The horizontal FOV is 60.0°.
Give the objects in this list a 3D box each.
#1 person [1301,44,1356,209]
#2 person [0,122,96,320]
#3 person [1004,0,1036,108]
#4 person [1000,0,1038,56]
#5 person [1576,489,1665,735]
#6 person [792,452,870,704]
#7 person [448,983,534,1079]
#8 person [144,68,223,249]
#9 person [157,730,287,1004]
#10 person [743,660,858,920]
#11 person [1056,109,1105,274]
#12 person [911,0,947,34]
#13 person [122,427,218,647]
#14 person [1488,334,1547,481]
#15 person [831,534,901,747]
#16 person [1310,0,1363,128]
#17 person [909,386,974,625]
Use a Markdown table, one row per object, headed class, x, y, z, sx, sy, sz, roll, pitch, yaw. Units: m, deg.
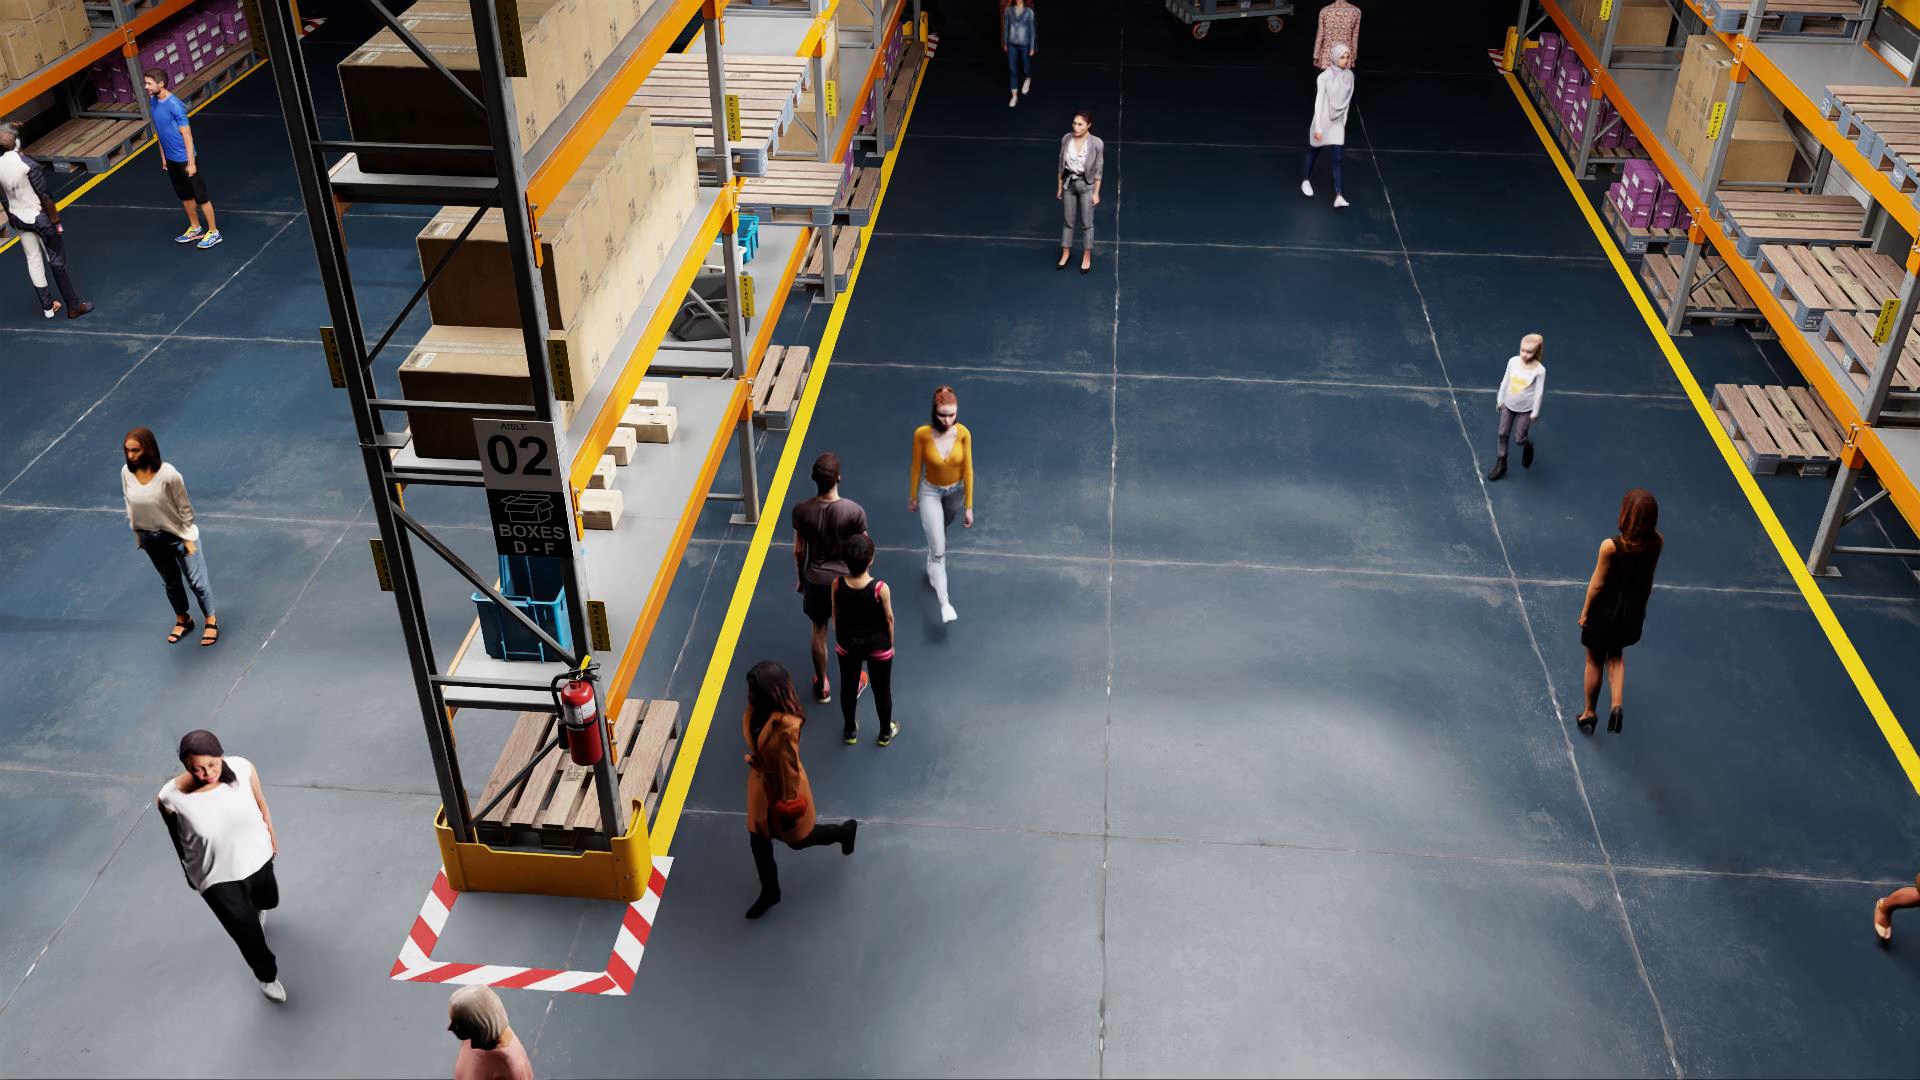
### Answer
| class | x | y | z | sx | sy | sz | roll | pitch | yaw |
| --- | --- | --- | --- | --- | --- | --- | --- | --- | --- |
| person | 3.951 | -4.515 | 18.088 | 0.885 | 1.729 | 1.203 | -8 | 34 | -11 |
| person | -8.722 | -3.001 | 15.664 | 0.685 | 1.892 | 0.600 | 6 | 34 | 8 |
| person | 0.771 | -6.258 | 20.956 | 0.682 | 1.457 | 0.965 | 9 | 35 | 13 |
| person | 0.760 | -7.377 | 22.473 | 0.886 | 1.642 | 0.992 | -14 | 36 | -20 |
| person | 4.143 | 0.539 | 10.400 | 0.698 | 1.824 | 0.810 | -5 | 34 | -7 |
| person | -0.827 | 0.263 | 10.788 | 0.661 | 1.853 | 0.567 | 0 | 34 | -1 |
| person | -1.970 | 2.558 | 7.469 | 1.069 | 1.706 | 0.992 | -27 | 42 | -34 |
| person | -8.005 | -3.937 | 17.094 | 0.695 | 1.867 | 0.690 | 18 | 37 | 25 |
| person | -3.878 | 1.664 | 8.848 | 1.014 | 1.668 | 1.074 | -25 | 41 | -32 |
| person | -0.934 | 1.362 | 9.272 | 1.132 | 1.701 | 1.040 | -29 | 43 | -36 |
| person | 1.194 | -3.492 | 16.595 | 0.694 | 1.679 | 0.693 | 14 | 36 | 20 |
| person | -0.407 | -7.966 | 23.298 | 1.157 | 1.710 | 1.208 | -24 | 40 | -31 |
| person | -5.419 | -0.037 | 11.393 | 0.621 | 1.682 | 0.548 | 5 | 34 | 8 |
| person | 4.513 | -1.095 | 13.359 | 0.694 | 1.269 | 0.769 | 29 | 43 | 36 |
| person | -0.609 | 0.639 | 10.495 | 0.551 | 1.551 | 0.519 | 6 | 34 | 8 |
| person | 4.495 | -5.752 | 19.883 | 0.671 | 1.803 | 0.583 | 4 | 34 | 6 |
| person | -0.144 | -0.332 | 11.823 | 0.851 | 1.699 | 1.218 | -8 | 34 | -11 |
